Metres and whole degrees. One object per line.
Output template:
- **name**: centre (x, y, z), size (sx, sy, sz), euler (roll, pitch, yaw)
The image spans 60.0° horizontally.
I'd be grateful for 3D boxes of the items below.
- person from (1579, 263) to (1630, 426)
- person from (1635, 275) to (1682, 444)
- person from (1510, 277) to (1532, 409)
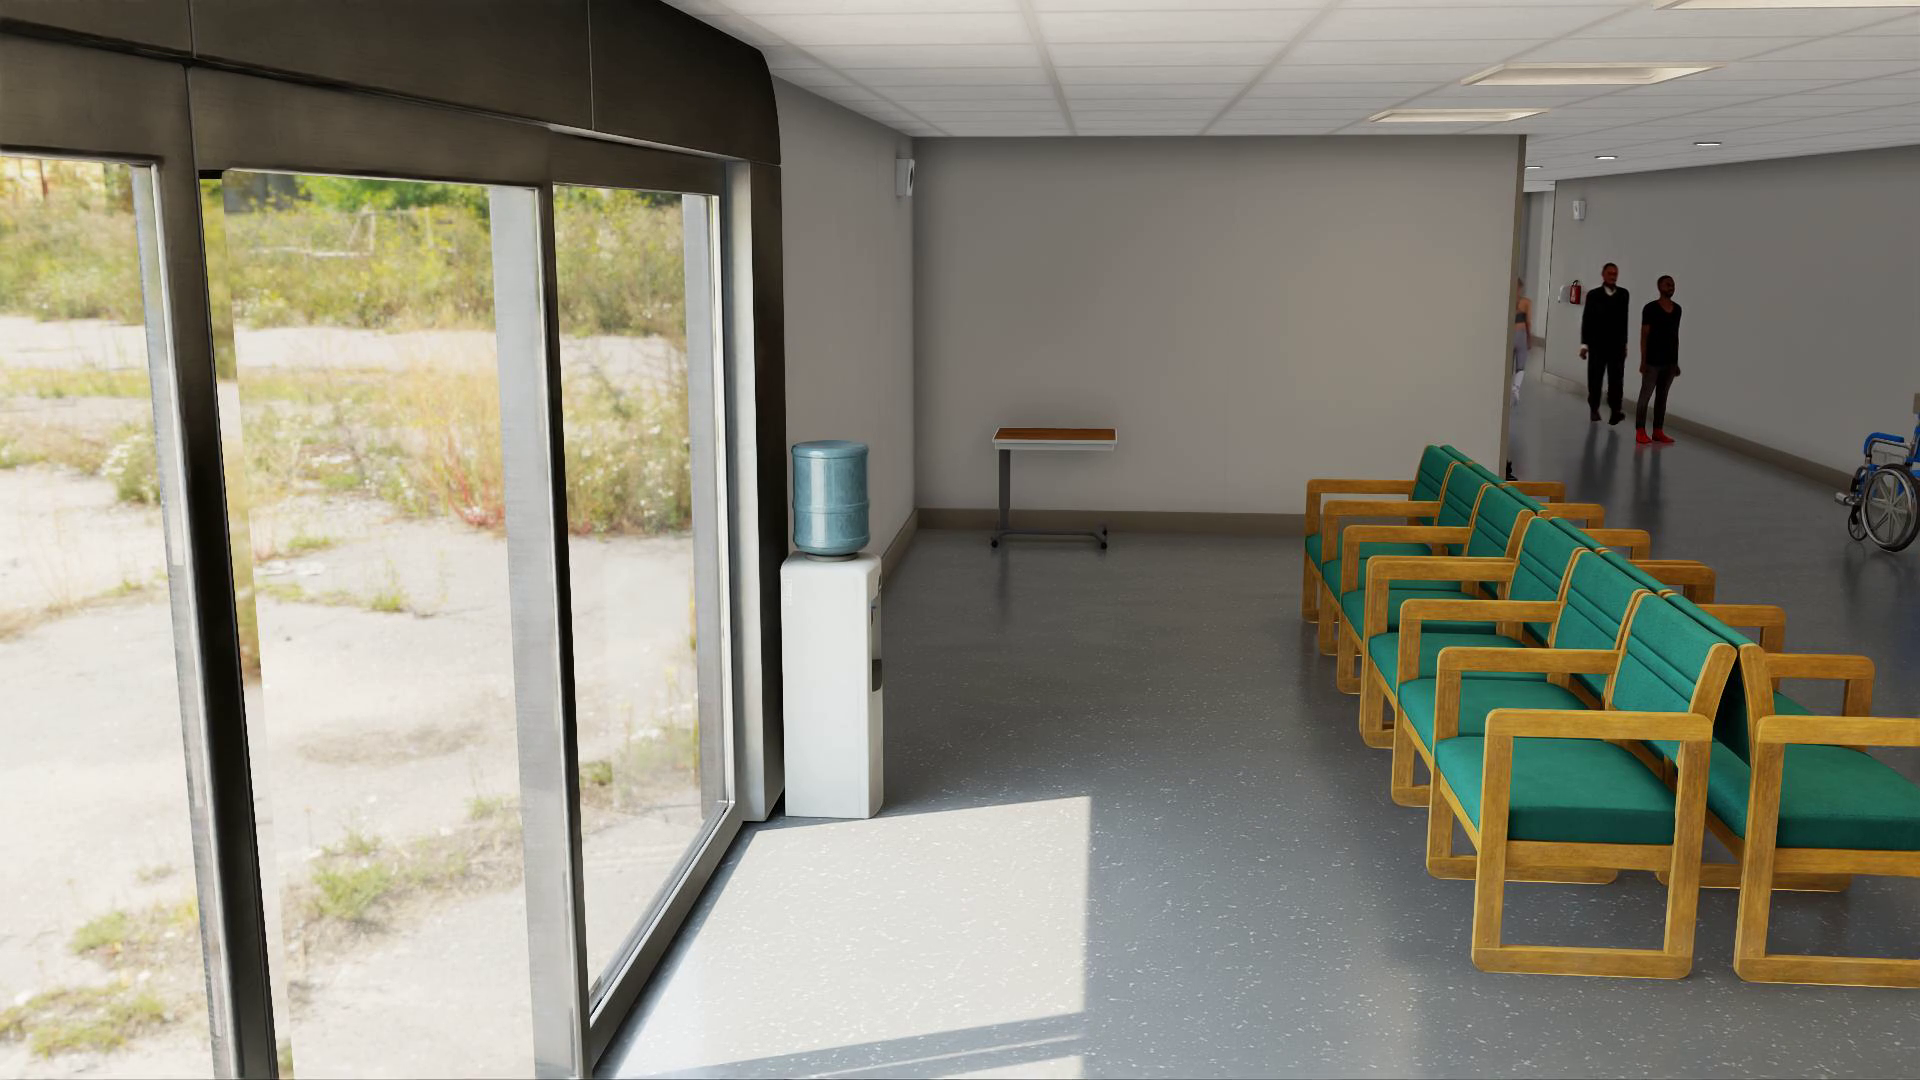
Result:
- **person**: centre (7.610, -2.297, 19.671), size (1.105, 1.863, 0.850), euler (2, 11, 9)
- **person**: centre (7.598, -1.967, 18.082), size (0.597, 1.805, 0.768), euler (-3, 11, -15)
- **person**: centre (7.054, -2.485, 21.135), size (0.967, 1.685, 0.797), euler (4, 11, 19)
